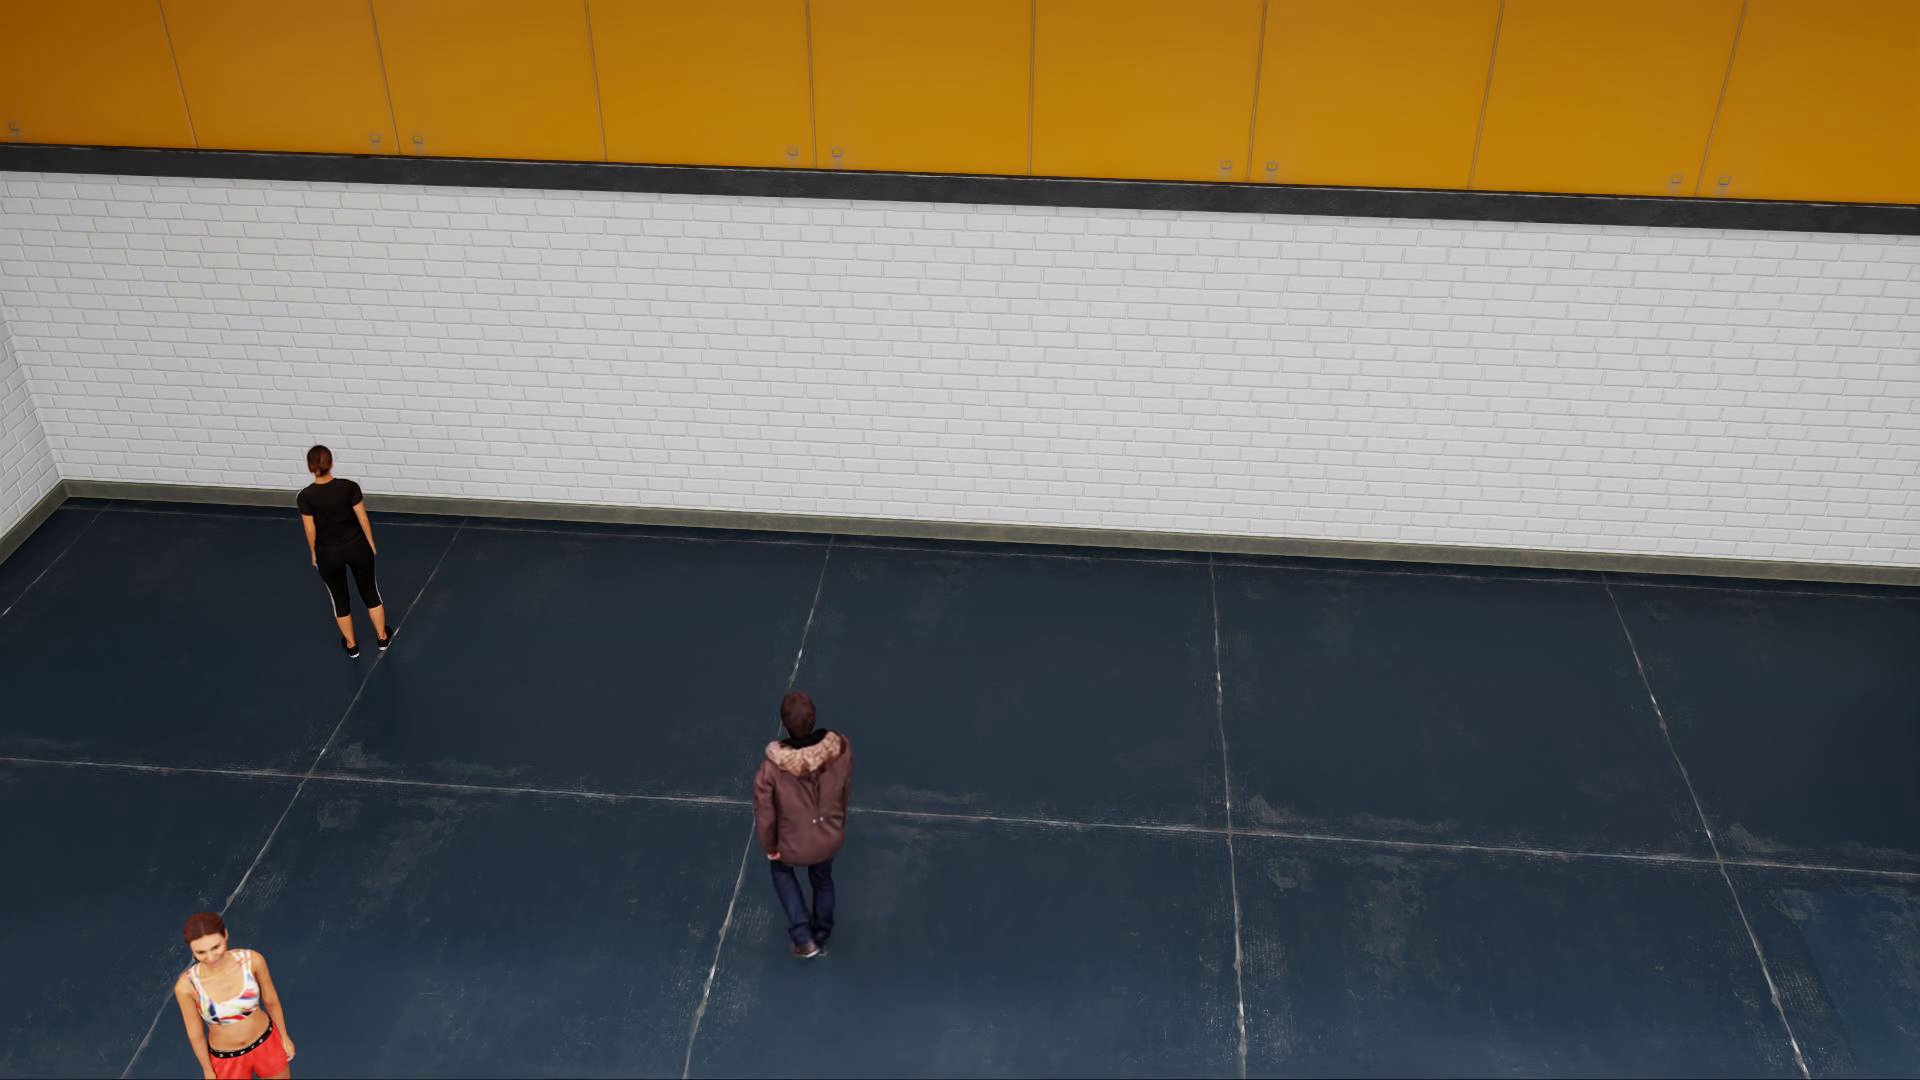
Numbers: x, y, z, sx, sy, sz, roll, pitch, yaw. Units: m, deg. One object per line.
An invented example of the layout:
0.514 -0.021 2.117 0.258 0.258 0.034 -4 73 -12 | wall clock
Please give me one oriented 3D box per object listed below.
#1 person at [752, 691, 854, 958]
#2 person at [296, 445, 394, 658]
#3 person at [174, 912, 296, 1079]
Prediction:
-0.809 1.632 9.116 0.885 1.835 0.901 -15 36 -21 | person
-4.314 0.070 11.615 0.658 1.669 0.658 -14 36 -20 | person
-3.411 2.438 7.942 0.679 1.792 0.731 -21 39 -28 | person
